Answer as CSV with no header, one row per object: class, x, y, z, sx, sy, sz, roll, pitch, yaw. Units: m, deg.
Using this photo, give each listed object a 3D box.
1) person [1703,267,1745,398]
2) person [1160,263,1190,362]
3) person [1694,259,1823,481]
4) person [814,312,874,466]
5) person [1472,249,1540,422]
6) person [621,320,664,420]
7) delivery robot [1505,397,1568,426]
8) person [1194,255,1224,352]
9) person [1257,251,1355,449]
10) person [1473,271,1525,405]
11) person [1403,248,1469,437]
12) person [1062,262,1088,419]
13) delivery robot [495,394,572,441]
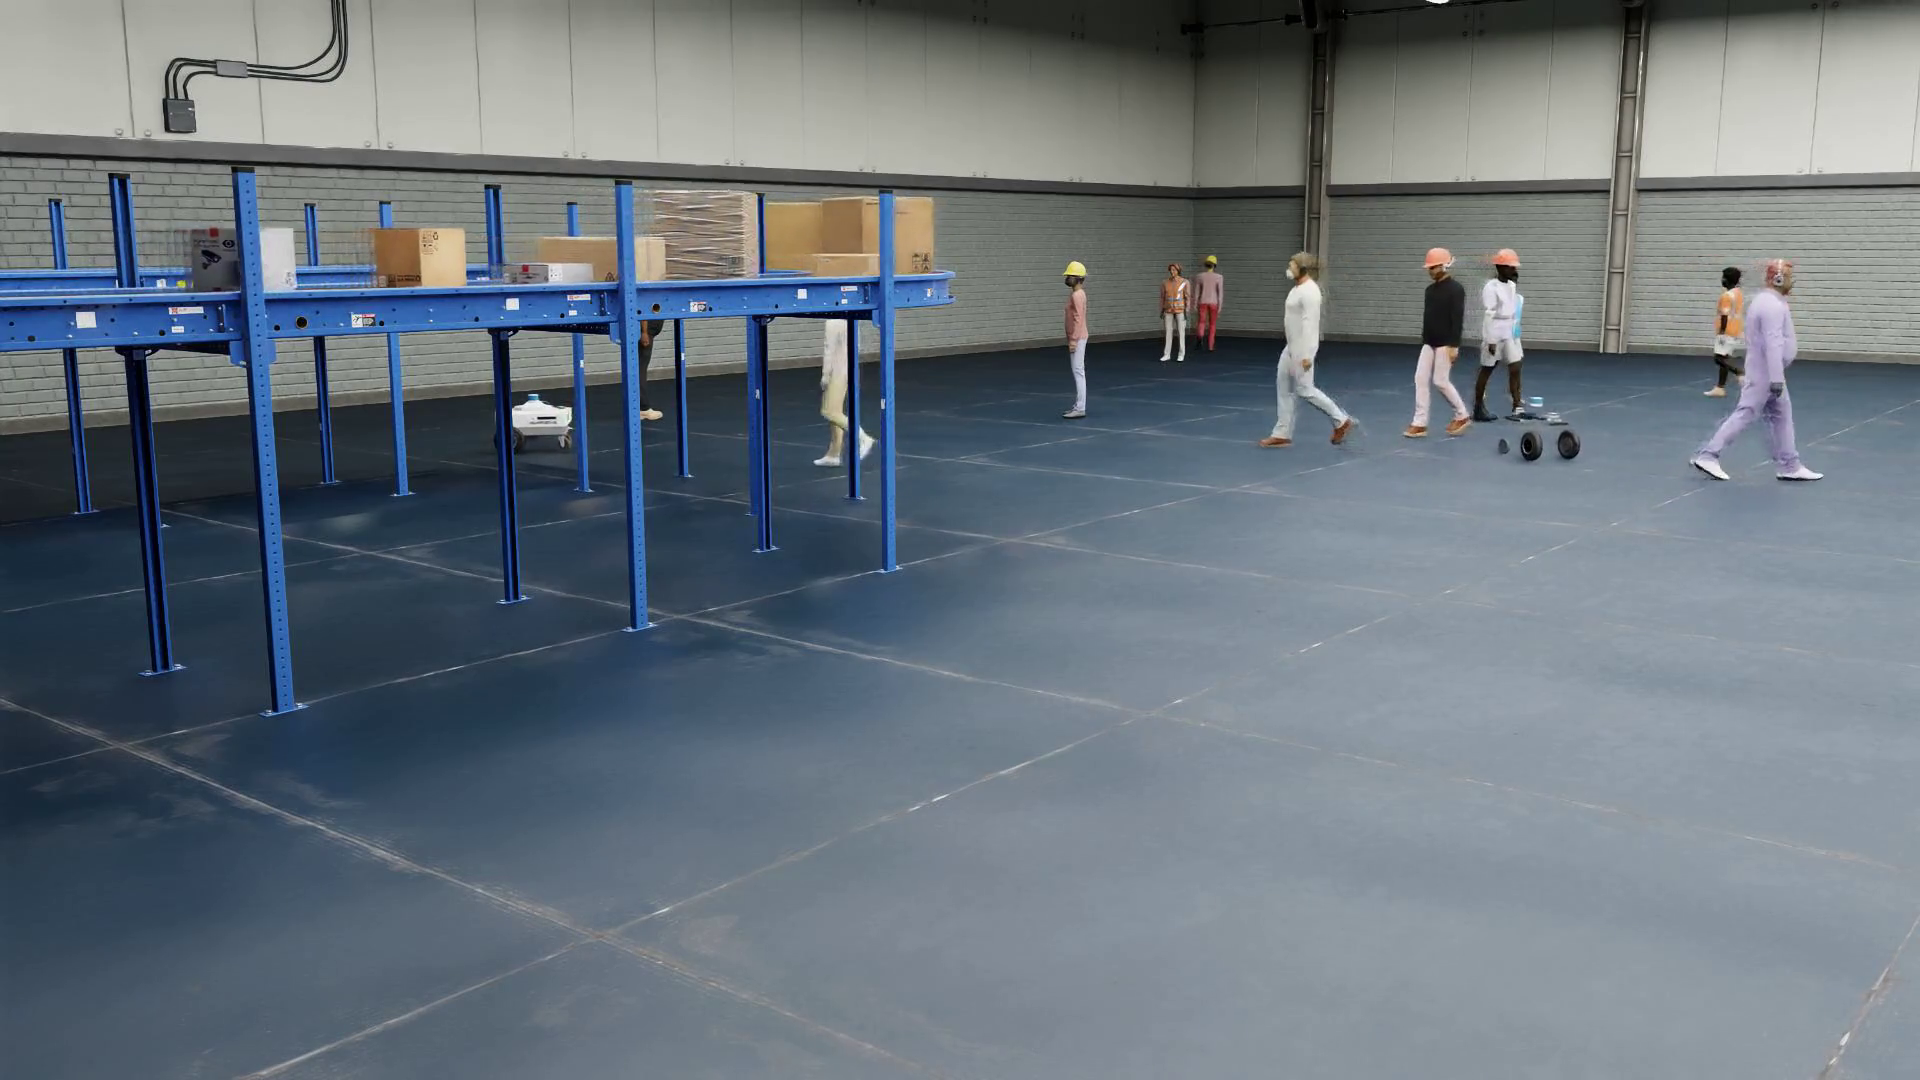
person,9.877,-2.644,21.248,0.566,1.684,0.539,10,14,43
person,3.589,-3.802,27.775,0.522,1.638,0.311,6,12,30
person,6.758,-1.426,14.008,0.994,1.864,0.664,4,11,21
person,-1.051,-1.449,14.776,0.545,1.618,0.518,3,11,16
person,6.072,-2.245,18.396,0.578,1.904,0.882,-8,13,-37
person,-3.644,-2.392,18.969,0.536,2.000,0.682,-5,12,-28
delivery robot,5.424,-1.225,15.640,0.335,0.223,0.698,-3,11,-18
person,4.499,-4.285,30.134,0.535,1.746,0.533,3,11,19
person,3.380,-1.836,16.138,0.855,1.916,0.635,0,10,-1
person,6.712,-2.524,20.617,0.538,1.667,0.797,-4,11,-19
person,4.935,-2.048,17.224,0.730,1.940,0.669,-4,11,-20
person,1.314,-2.283,19.000,0.300,1.772,0.532,1,10,5
delivery robot,-4.095,-1.159,15.996,0.707,0.478,0.477,-2,11,-12
